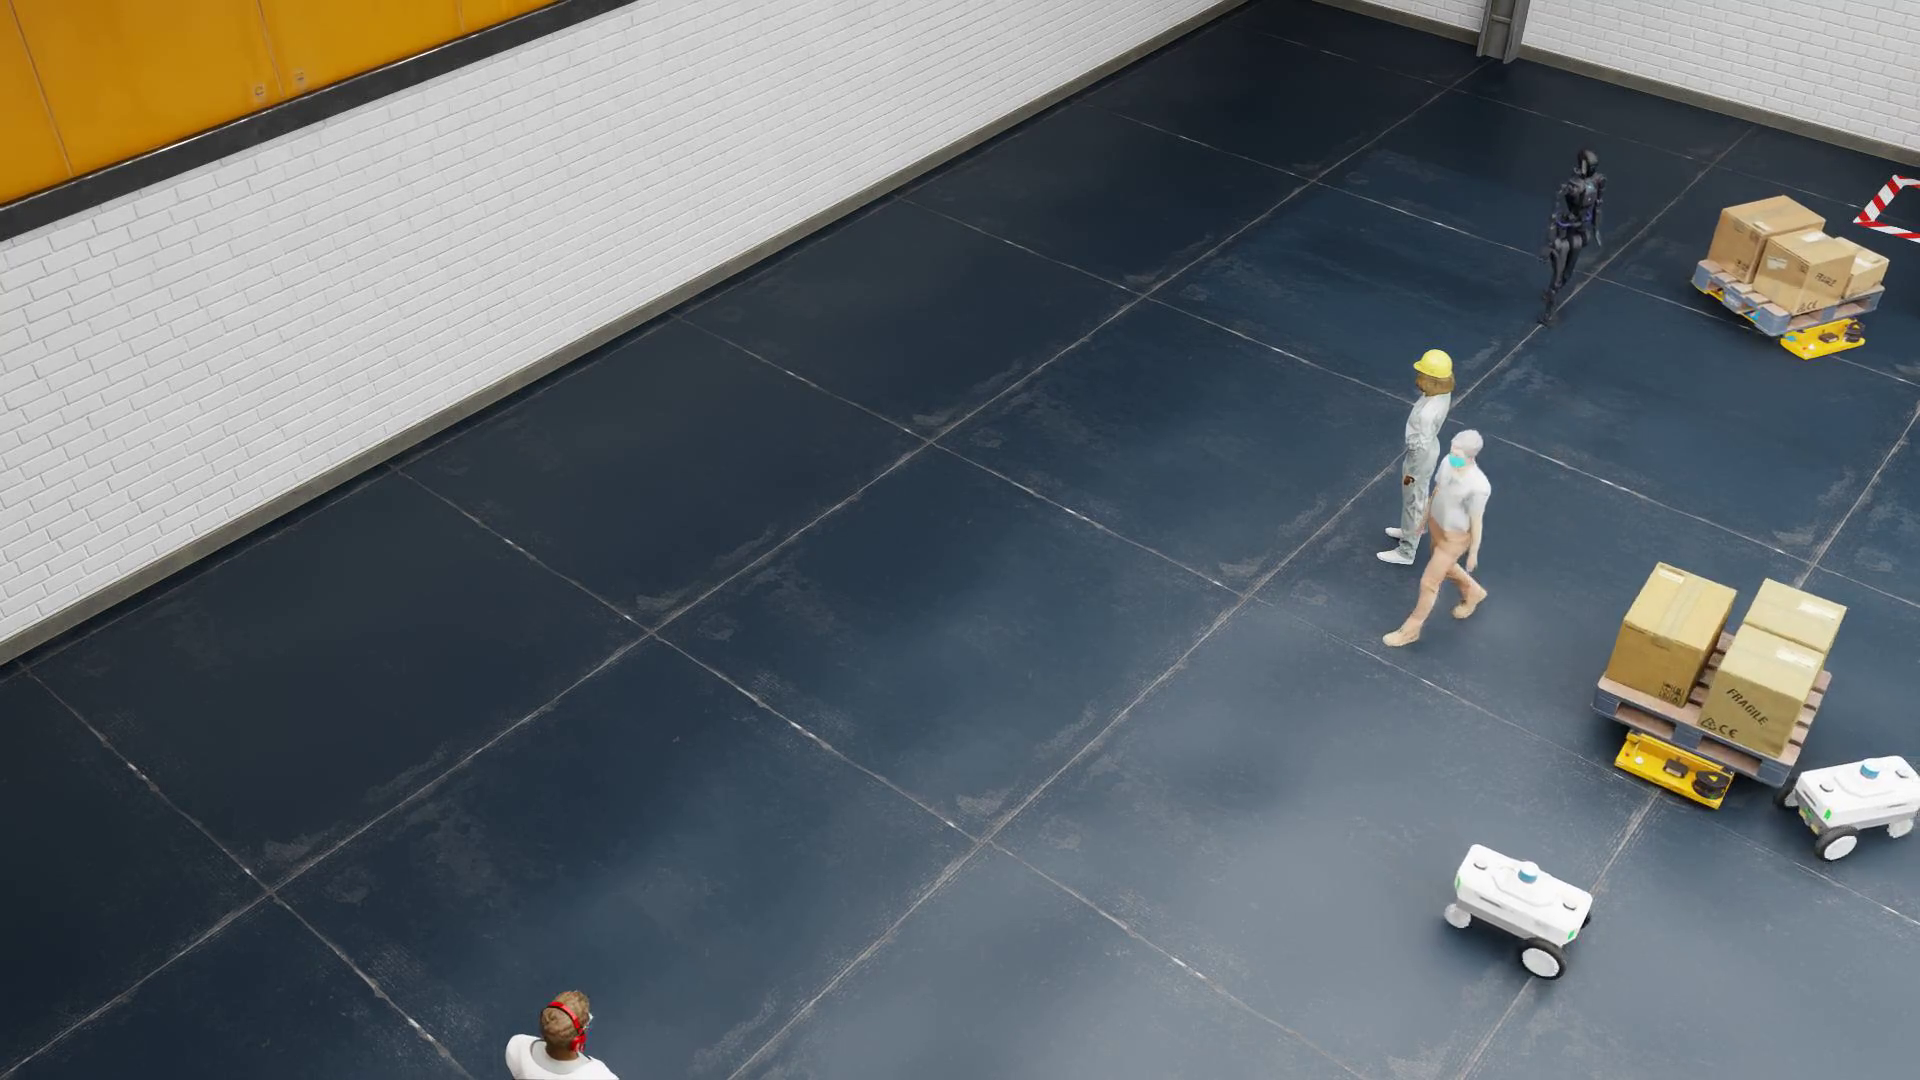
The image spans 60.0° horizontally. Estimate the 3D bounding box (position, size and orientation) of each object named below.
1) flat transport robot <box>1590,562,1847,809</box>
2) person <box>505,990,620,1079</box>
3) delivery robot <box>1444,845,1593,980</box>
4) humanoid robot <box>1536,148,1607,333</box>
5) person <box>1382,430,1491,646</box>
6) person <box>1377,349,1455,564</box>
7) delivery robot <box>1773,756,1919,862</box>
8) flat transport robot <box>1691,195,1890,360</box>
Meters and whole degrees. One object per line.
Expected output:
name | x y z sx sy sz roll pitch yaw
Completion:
flat transport robot | 4.851 1.140 10.871 0.659 0.231 1.431 24 45 27
person | -1.745 2.733 7.651 0.574 1.830 0.412 15 41 18
delivery robot | 3.208 2.082 9.486 0.807 0.609 0.499 23 44 26
humanoid robot | 5.345 -2.665 14.506 0.614 1.639 0.585 -14 41 -17
person | 3.344 -0.054 11.201 0.813 1.715 0.504 -10 40 -13
person | 3.256 -0.596 11.850 0.301 1.742 0.493 16 41 19
delivery robot | 5.431 1.571 10.102 0.773 0.586 0.499 -8 40 -10
flat transport robot | 7.318 -2.094 14.886 0.659 0.231 1.431 -14 41 -17
